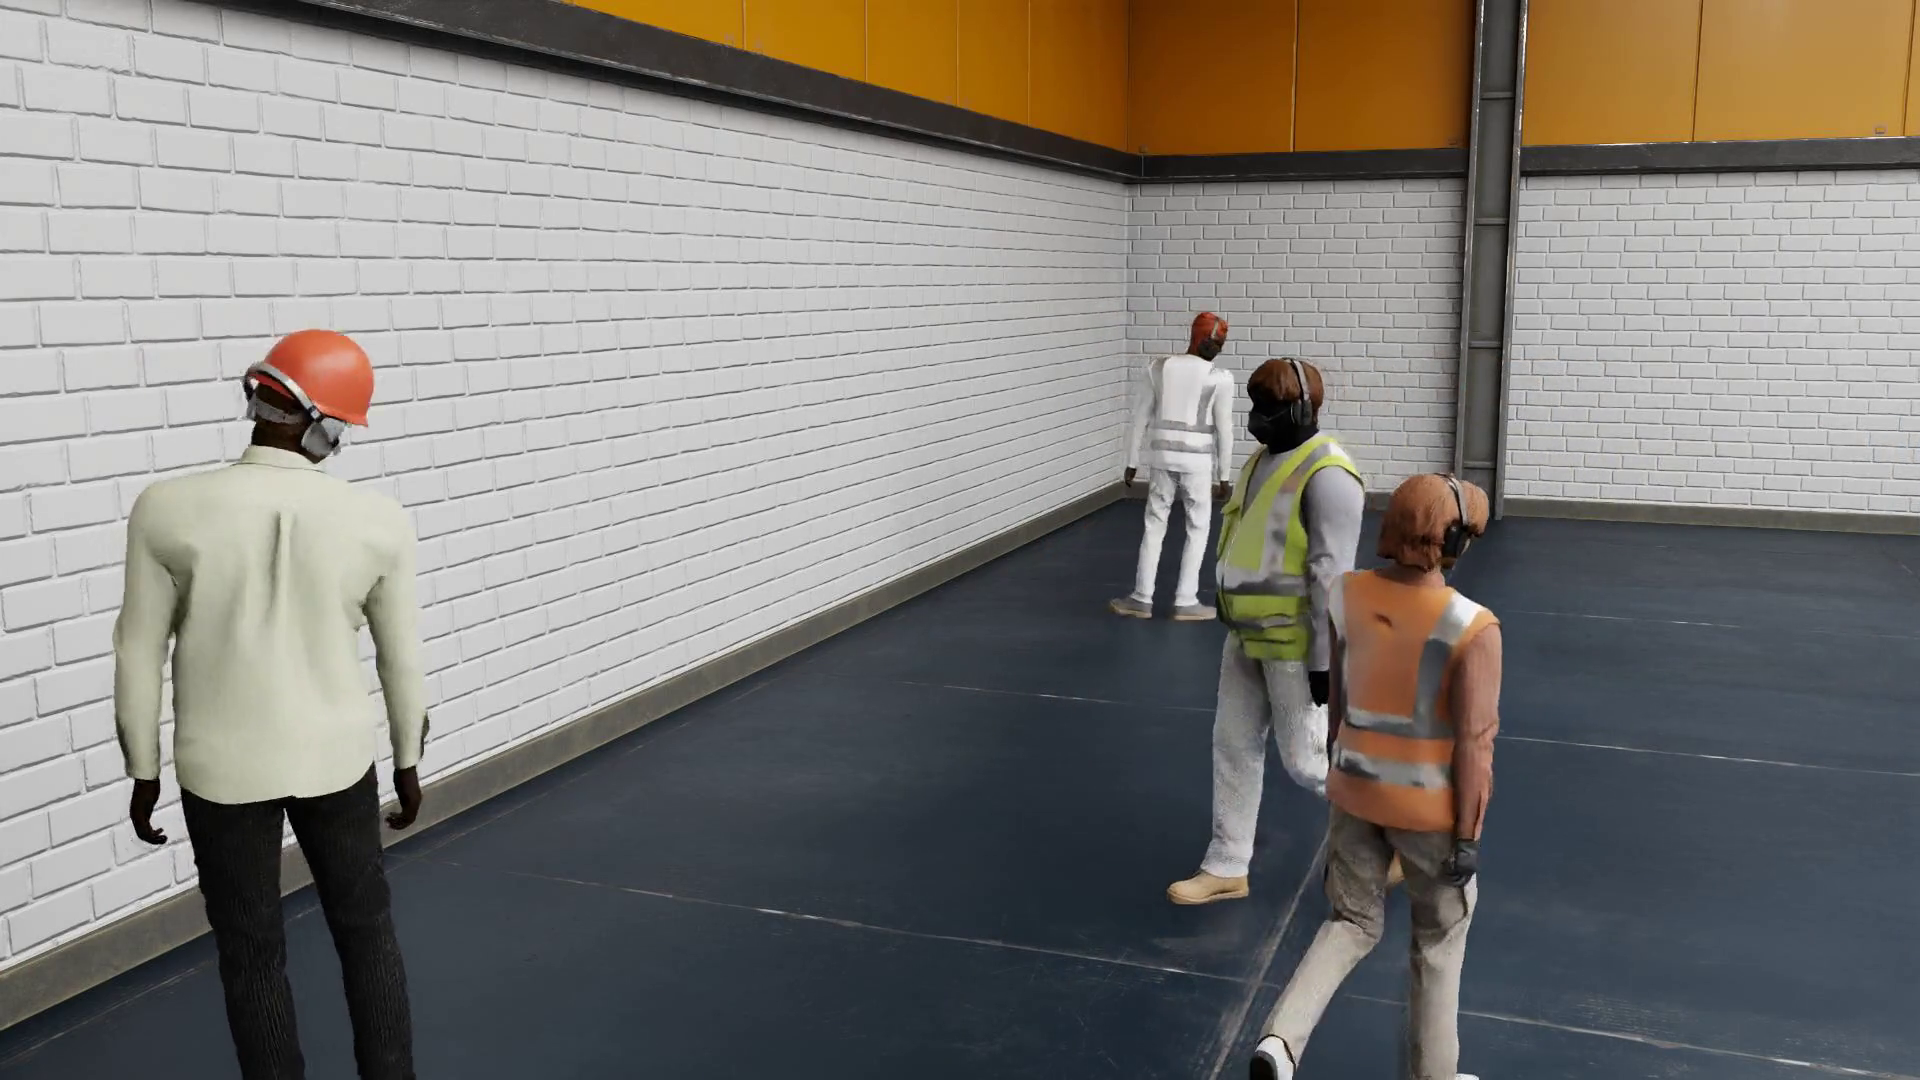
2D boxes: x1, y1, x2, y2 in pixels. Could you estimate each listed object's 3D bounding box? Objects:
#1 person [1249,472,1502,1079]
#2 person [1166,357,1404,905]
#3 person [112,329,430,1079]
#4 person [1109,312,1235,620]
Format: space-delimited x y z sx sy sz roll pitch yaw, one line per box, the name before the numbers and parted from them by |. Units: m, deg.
person | 1.005 0.642 3.948 0.665 1.614 0.509 -7 12 -39
person | 1.119 0.311 5.417 0.801 1.819 0.637 -3 9 -16
person | -1.504 0.520 3.716 0.666 1.951 0.443 -6 11 -33
person | 1.271 -0.437 10.010 0.752 1.861 0.369 4 10 26
